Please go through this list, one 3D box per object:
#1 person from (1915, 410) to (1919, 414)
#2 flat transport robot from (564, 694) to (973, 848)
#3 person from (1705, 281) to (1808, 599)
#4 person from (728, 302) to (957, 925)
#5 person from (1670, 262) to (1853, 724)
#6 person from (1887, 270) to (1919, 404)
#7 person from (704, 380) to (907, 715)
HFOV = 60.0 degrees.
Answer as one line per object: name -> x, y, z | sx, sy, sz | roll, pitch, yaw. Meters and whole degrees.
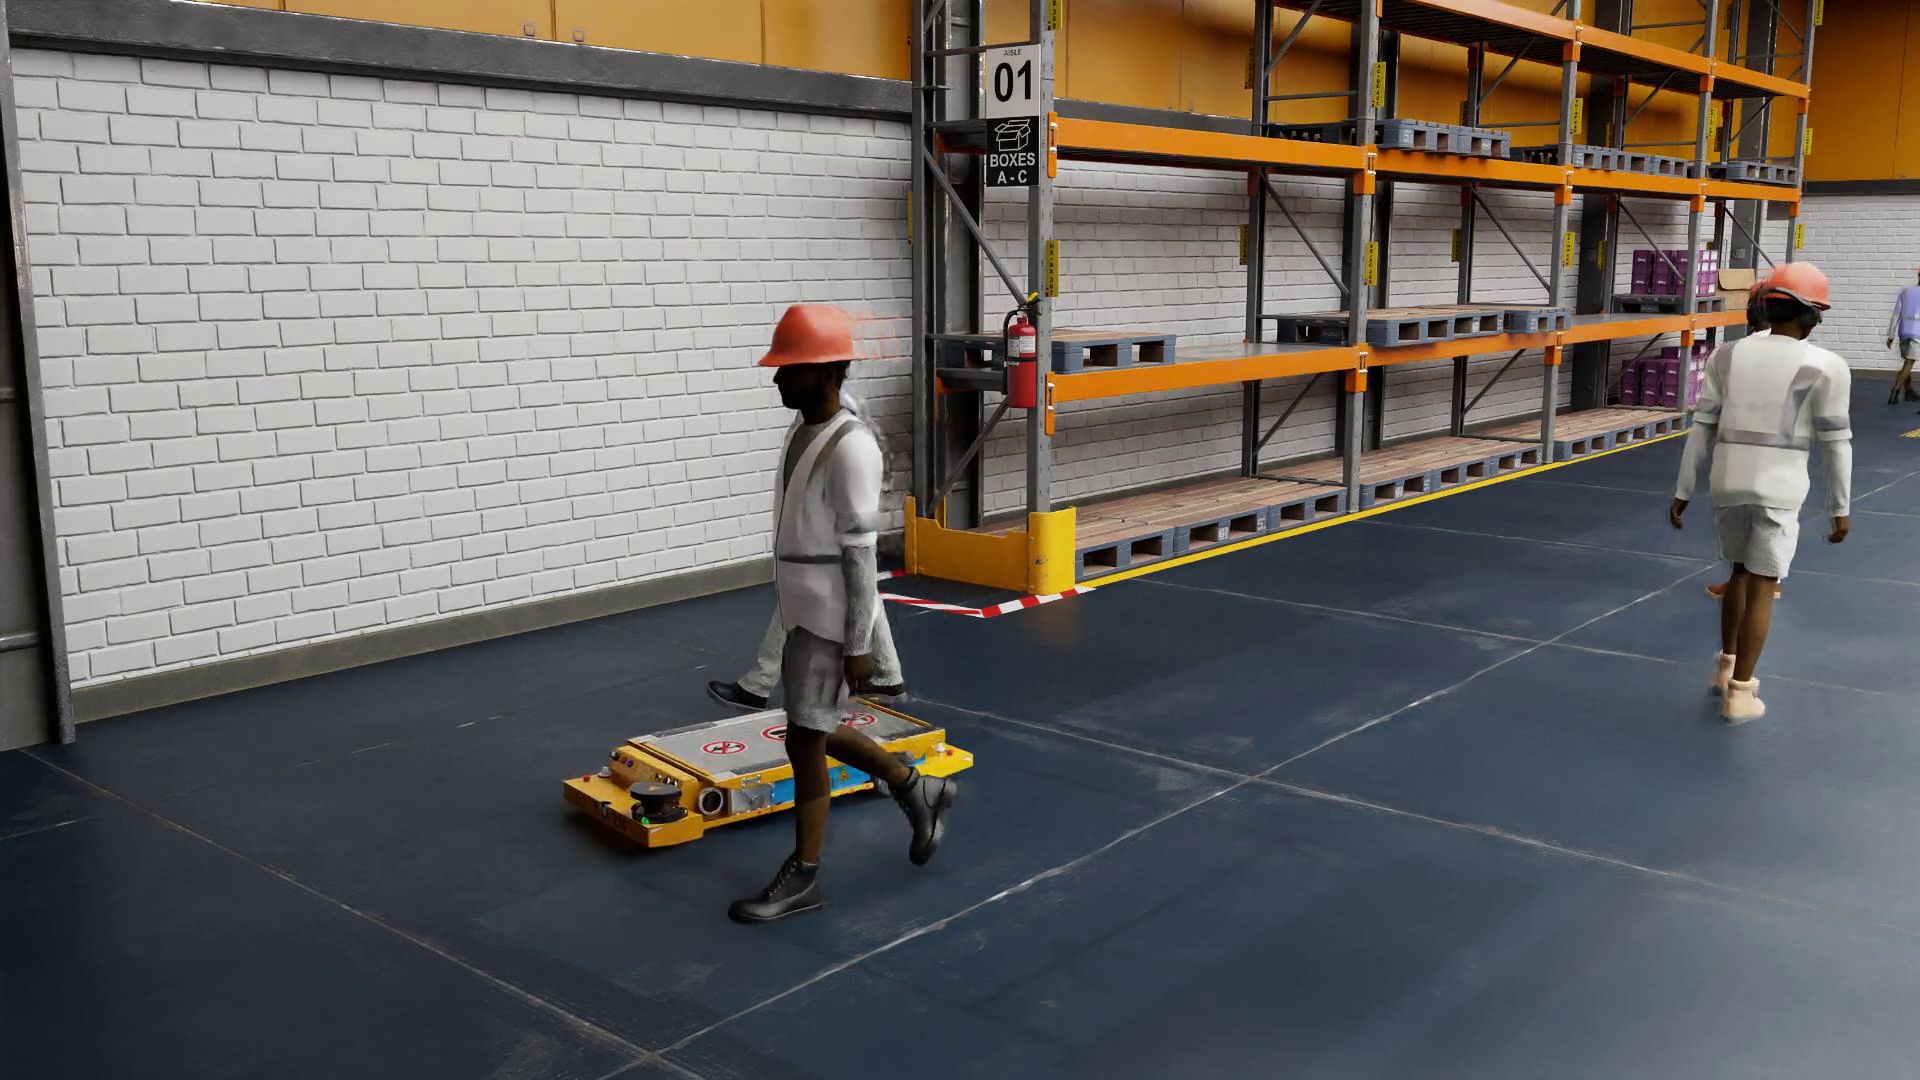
person -> 12.101, -2.356, 20.377 | 0.534, 1.731, 0.842 | 1, 10, 3
flat transport robot -> -0.706, 0.841, 6.329 | 1.431, 0.197, 0.652 | -8, 13, -38
person -> 4.691, -0.571, 9.782 | 0.573, 1.883, 0.354 | -5, 11, -25
person -> -0.355, 0.221, 5.187 | 0.758, 1.918, 0.549 | -5, 11, -26
person -> 3.565, -0.210, 7.364 | 0.722, 2.009, 0.694 | -8, 13, -38
person -> 12.737, -2.742, 22.234 | 0.947, 1.877, 0.563 | -6, 11, -29
person -> -0.664, -0.102, 7.376 | 0.935, 1.781, 0.590 | -1, 10, -7
